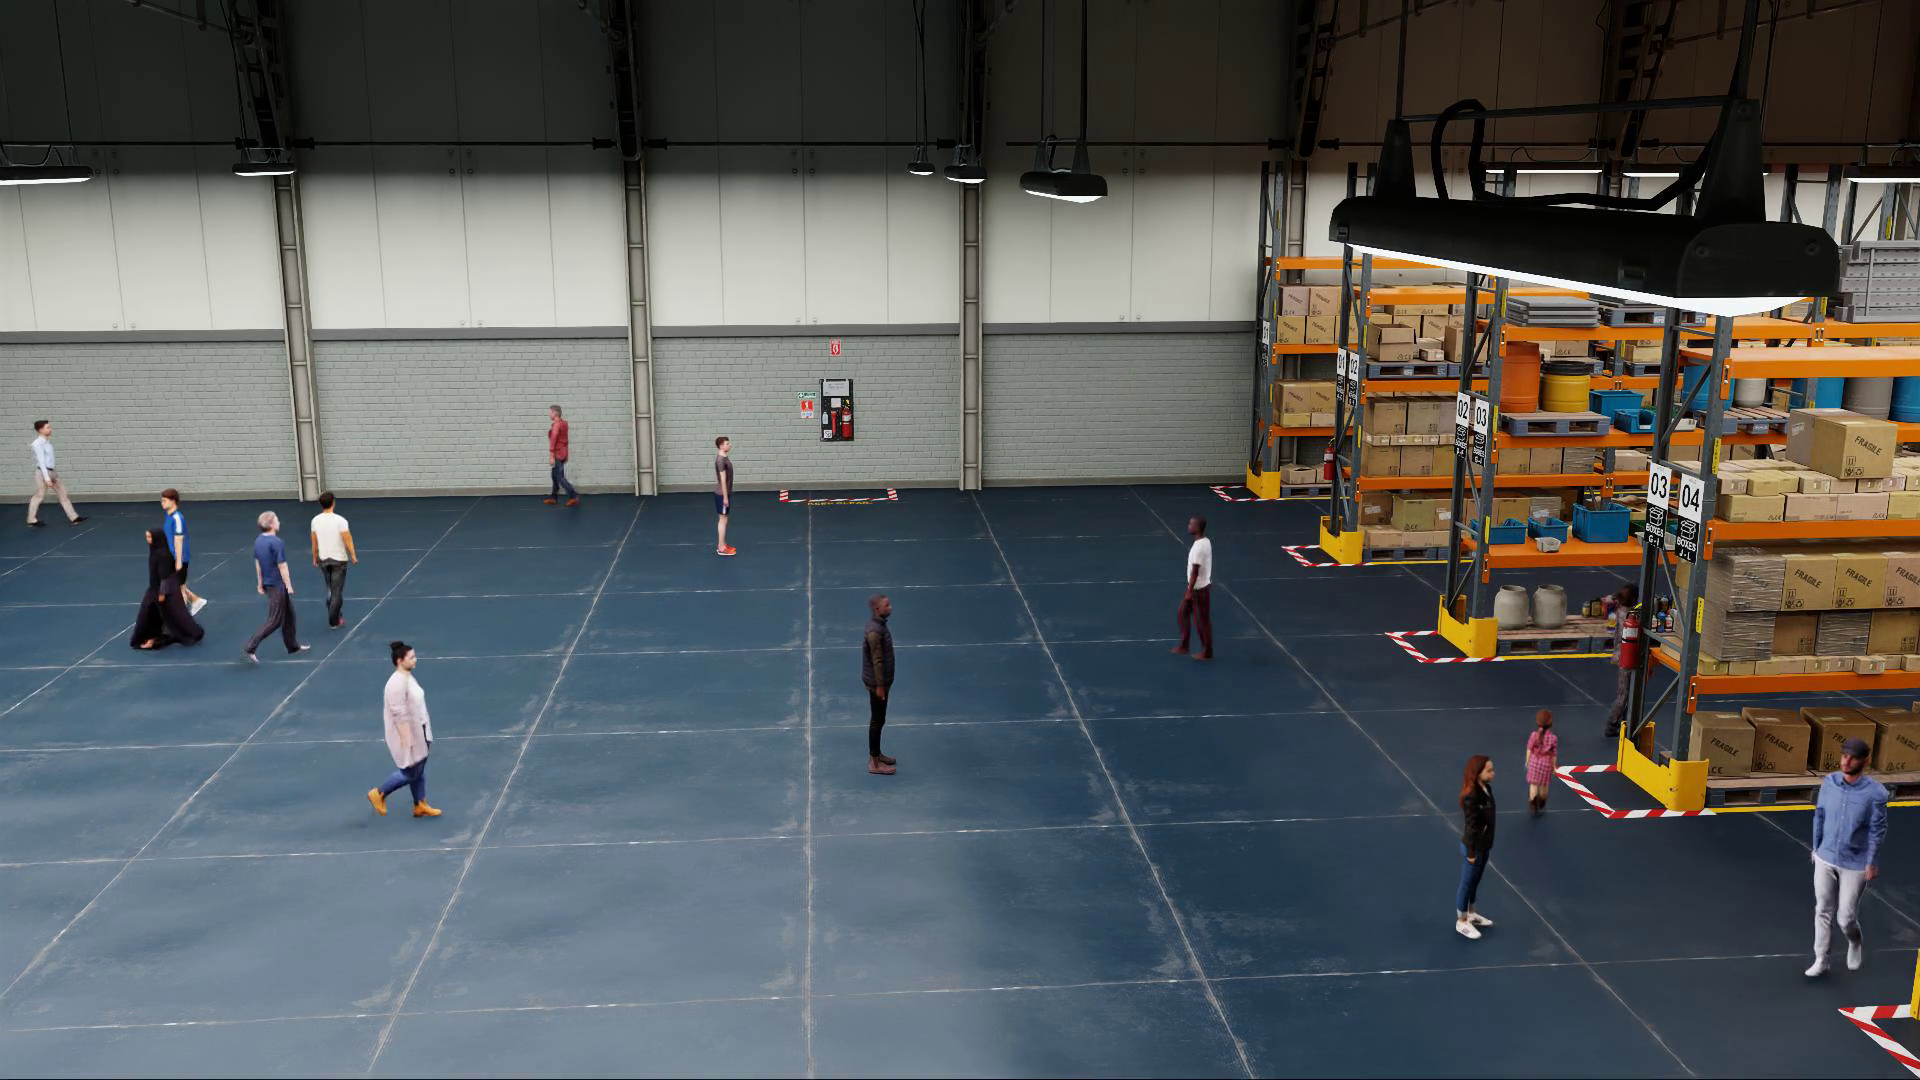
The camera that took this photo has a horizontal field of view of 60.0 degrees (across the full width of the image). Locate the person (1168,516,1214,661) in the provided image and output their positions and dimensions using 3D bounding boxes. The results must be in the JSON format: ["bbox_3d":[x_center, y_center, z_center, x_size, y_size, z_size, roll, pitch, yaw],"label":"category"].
[{"bbox_3d":[3.016,0.605,20.417,0.909,1.817,0.830,3,13,13],"label":"person"}]

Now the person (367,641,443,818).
[{"bbox_3d":[-5.221,1.793,15.475,0.855,1.732,0.704,-1,13,-4],"label":"person"}]

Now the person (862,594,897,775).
[{"bbox_3d":[-0.822,1.431,16.801,0.592,1.838,0.708,0,13,1],"label":"person"}]

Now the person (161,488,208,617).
[{"bbox_3d":[-10.260,0.228,21.966,0.992,1.851,0.918,-13,18,-43],"label":"person"}]

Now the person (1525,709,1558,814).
[{"bbox_3d":[5.480,2.103,15.717,0.662,1.019,0.665,6,14,24],"label":"person"}]

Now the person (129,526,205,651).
[{"bbox_3d":[-9.923,0.596,20.932,1.078,1.602,1.172,13,18,43],"label":"person"}]

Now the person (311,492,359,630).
[{"bbox_3d":[-8.288,0.289,21.853,0.827,1.784,0.839,2,13,10],"label":"person"}]

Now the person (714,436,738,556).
[{"bbox_3d":[-3.704,-0.704,25.991,0.534,1.853,0.645,-1,13,-6],"label":"person"}]

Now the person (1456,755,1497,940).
[{"bbox_3d":[4.126,2.420,13.314,0.687,1.484,0.642,9,16,34],"label":"person"}]

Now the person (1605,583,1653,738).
[{"bbox_3d":[7.023,1.296,17.686,0.643,1.702,0.583,0,13,-2],"label":"person"}]

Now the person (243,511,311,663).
[{"bbox_3d":[-8.468,0.604,20.370,1.121,1.839,1.195,11,17,40],"label":"person"}]

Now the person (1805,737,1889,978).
[{"bbox_3d":[6.722,2.386,12.578,0.920,1.883,0.850,-10,16,-37],"label":"person"}]

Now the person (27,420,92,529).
[{"bbox_3d":[-15.242,-1.050,27.606,1.216,1.798,0.694,-2,13,-8],"label":"person"}]

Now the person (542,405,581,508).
[{"bbox_3d":[-7.025,-1.471,29.403,1.116,1.808,0.881,2,13,9],"label":"person"}]
